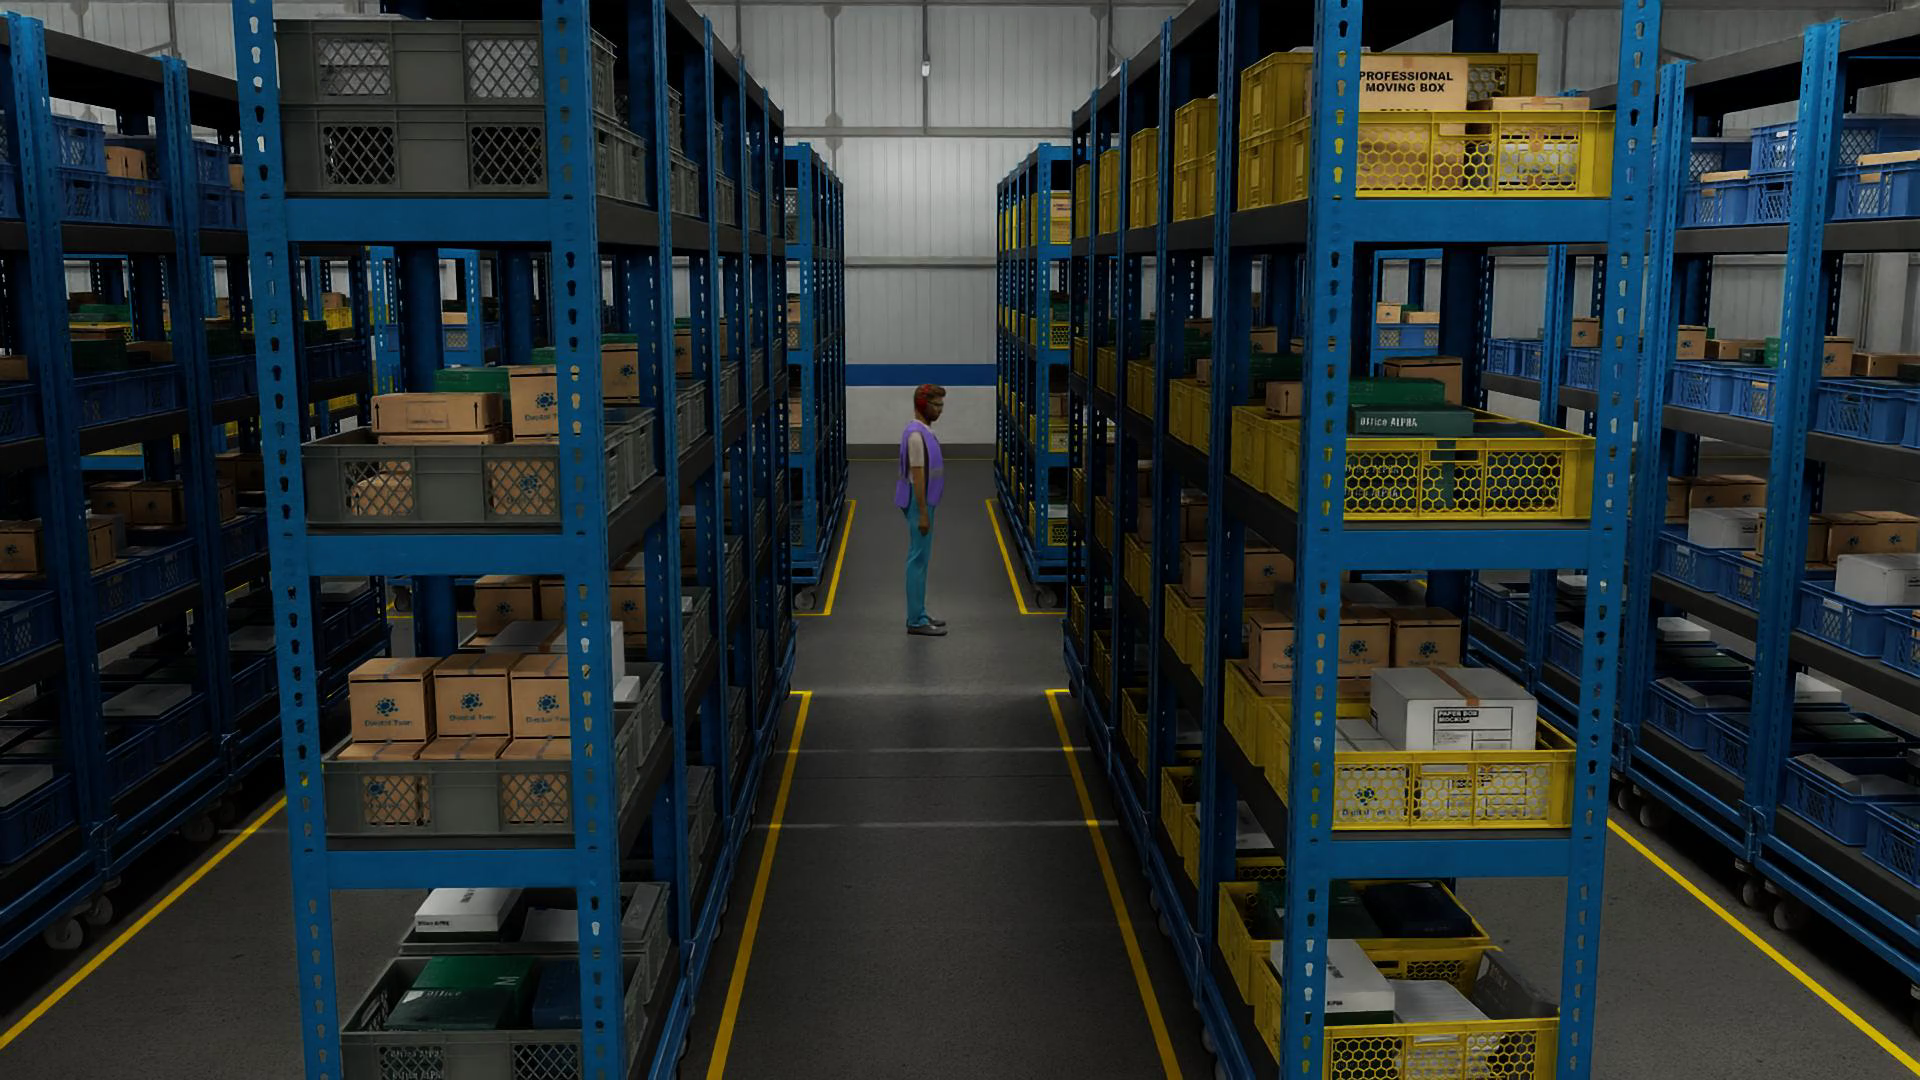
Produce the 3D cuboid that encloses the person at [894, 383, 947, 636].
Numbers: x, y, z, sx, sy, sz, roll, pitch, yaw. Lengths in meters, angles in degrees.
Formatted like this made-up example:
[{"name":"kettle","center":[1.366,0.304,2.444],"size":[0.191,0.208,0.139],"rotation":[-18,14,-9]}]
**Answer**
[{"name":"person","center":[-0.288,-0.226,12.184],"size":[0.390,1.838,0.563],"rotation":[0,9,0]}]
